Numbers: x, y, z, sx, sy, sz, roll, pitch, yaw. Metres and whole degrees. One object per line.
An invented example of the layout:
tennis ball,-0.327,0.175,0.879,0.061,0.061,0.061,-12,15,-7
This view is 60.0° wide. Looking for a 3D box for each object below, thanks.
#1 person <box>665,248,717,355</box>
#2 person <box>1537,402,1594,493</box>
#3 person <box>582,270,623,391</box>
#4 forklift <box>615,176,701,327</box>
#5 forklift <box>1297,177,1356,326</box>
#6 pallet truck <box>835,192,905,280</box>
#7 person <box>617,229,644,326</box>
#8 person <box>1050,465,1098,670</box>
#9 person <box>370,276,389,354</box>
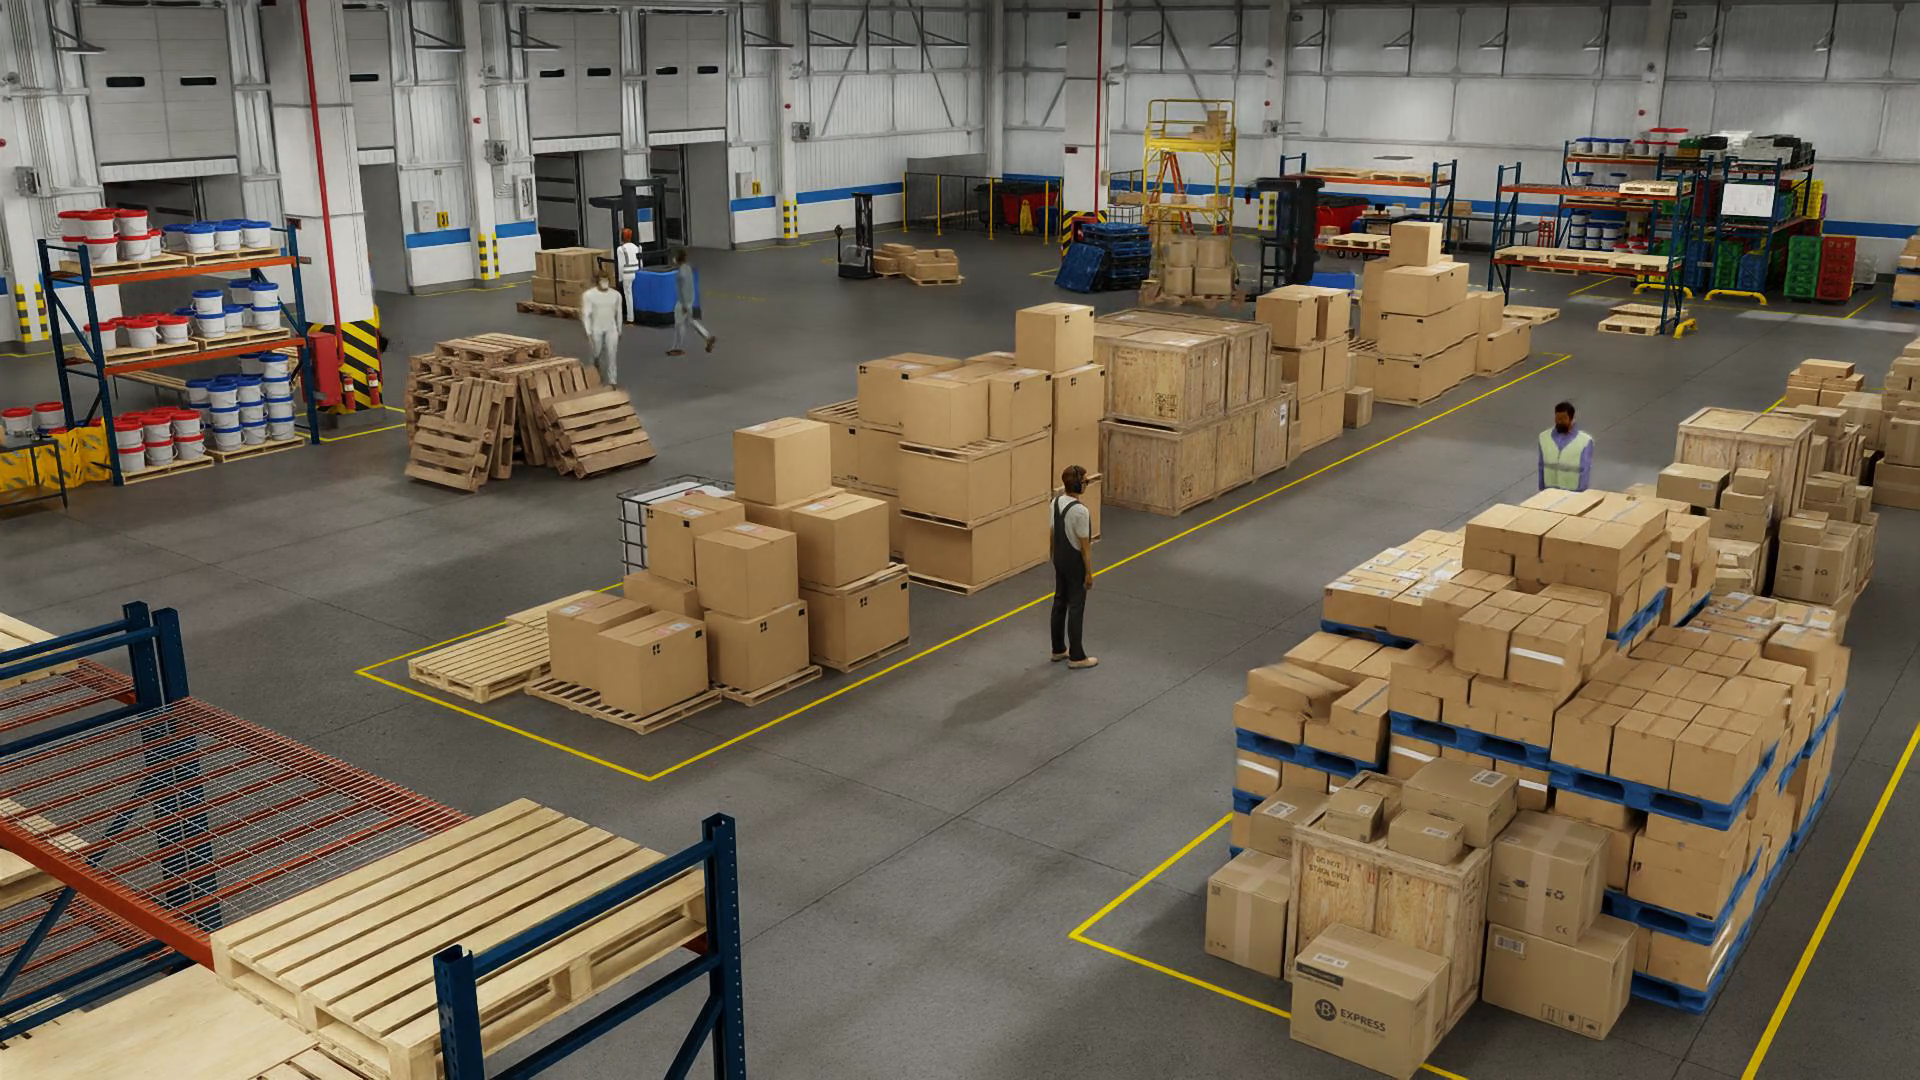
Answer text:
person,-4.784,-4.206,29.360,0.846,1.914,0.639,0,17,-1
person,6.182,-0.497,17.172,0.595,1.853,1.036,13,21,37
person,-5.676,-3.353,26.506,0.634,1.922,0.755,-6,18,-18
forklift,-6.138,-5.705,32.666,1.873,2.768,1.129,12,21,35
forklift,6.753,-5.603,32.328,1.873,2.768,1.129,3,17,10
pallet truck,-1.936,-7.159,38.982,1.885,1.965,0.823,-12,21,-34
person,-6.426,-5.119,32.424,0.352,1.881,0.576,15,22,40
person,0.999,0.236,14.756,0.345,1.846,0.508,-12,20,-34
person,-10.429,-4.126,29.070,0.550,1.921,0.569,15,22,41
